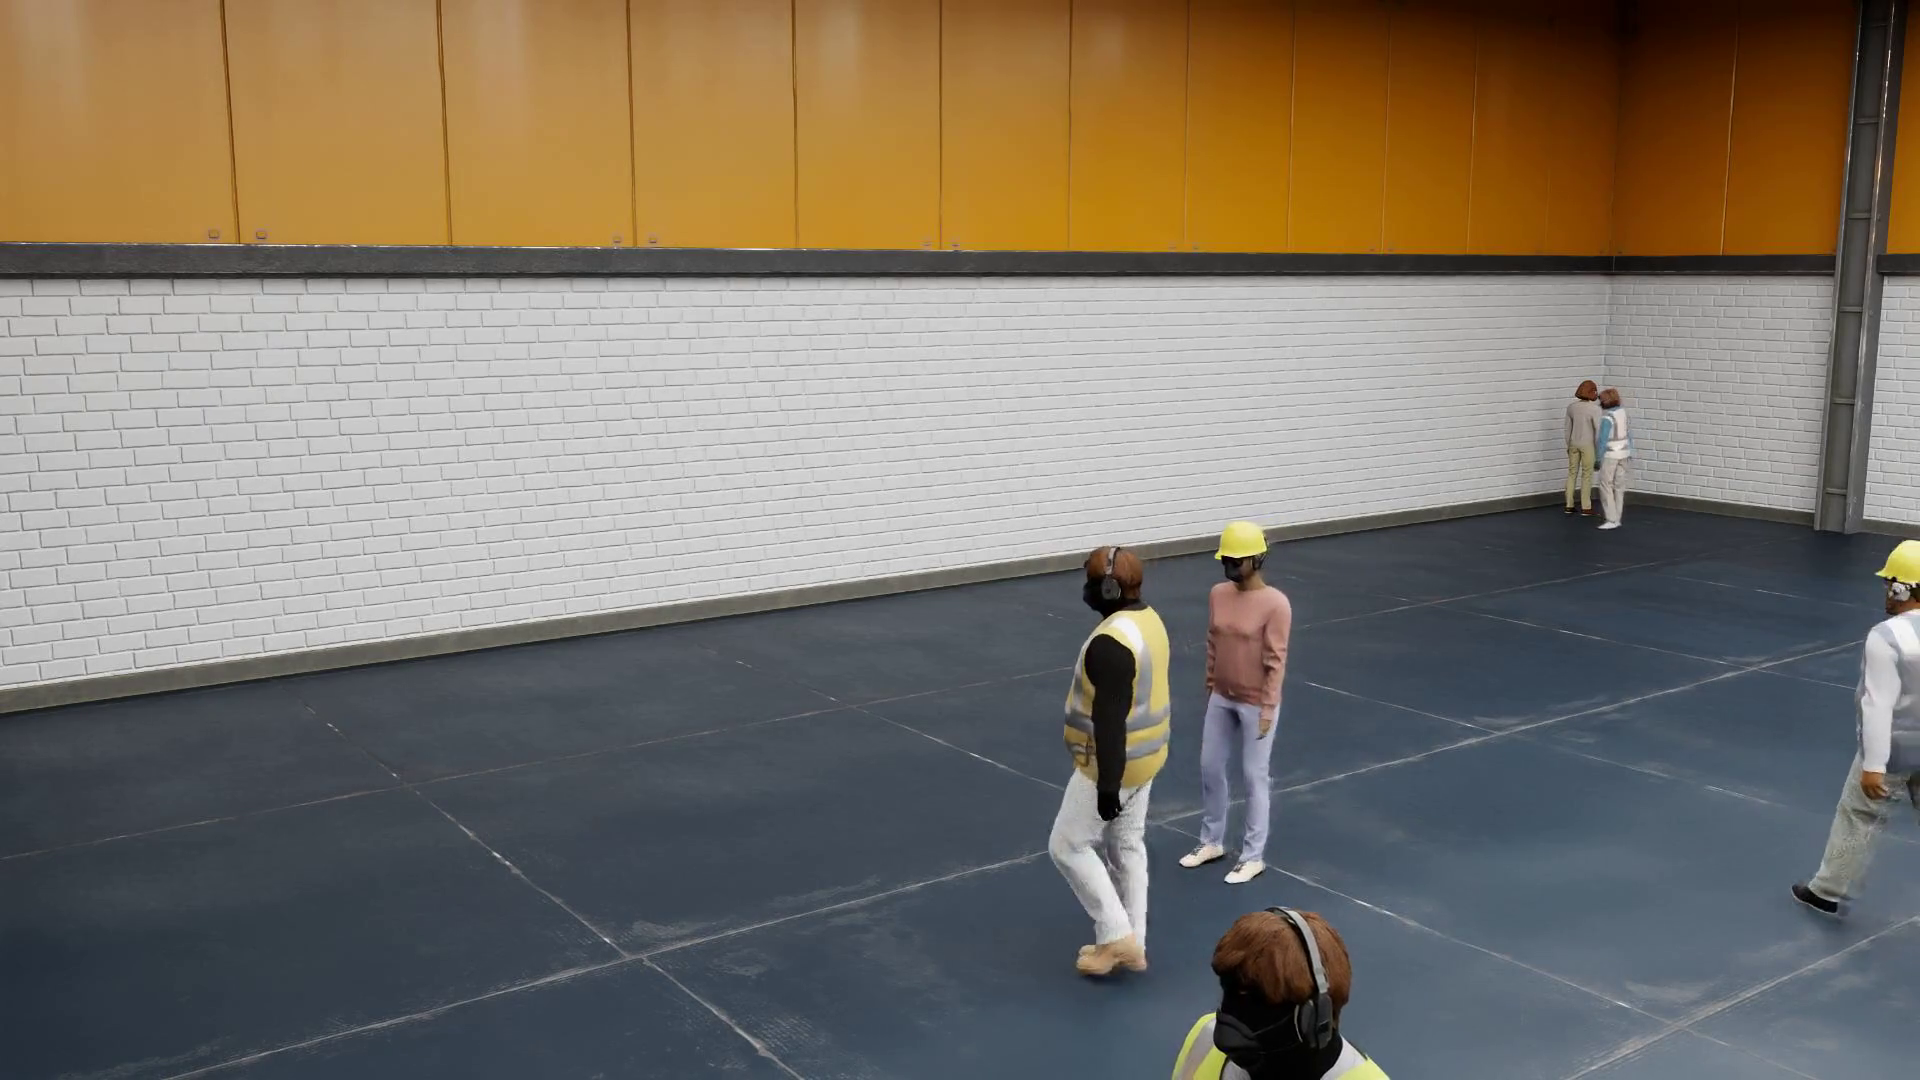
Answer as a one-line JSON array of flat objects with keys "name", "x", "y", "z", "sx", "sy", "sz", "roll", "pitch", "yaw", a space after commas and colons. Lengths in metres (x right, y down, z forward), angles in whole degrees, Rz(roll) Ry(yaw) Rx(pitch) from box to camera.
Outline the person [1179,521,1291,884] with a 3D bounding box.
[{"name": "person", "x": 1.358, "y": 0.782, "z": 8.045, "sx": 0.360, "sy": 1.763, "sz": 0.542, "roll": -7, "pitch": 12, "yaw": -38}]

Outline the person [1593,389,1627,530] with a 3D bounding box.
[{"name": "person", "x": 7.475, "y": -0.928, "z": 19.047, "sx": 0.327, "sy": 1.610, "sz": 0.617, "roll": 9, "pitch": 13, "yaw": 43}]

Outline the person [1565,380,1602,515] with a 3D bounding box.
[{"name": "person", "x": 7.541, "y": -1.114, "z": 20.107, "sx": 0.277, "sy": 1.633, "sz": 0.507, "roll": -6, "pitch": 11, "yaw": -31}]

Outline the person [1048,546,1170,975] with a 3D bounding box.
[{"name": "person", "x": 0.633, "y": 0.928, "z": 6.918, "sx": 0.460, "sy": 1.826, "sz": 0.658, "roll": 4, "pitch": 10, "yaw": 22}]

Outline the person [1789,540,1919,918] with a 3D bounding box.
[{"name": "person", "x": 4.162, "y": 0.894, "z": 7.273, "sx": 0.615, "sy": 1.787, "sz": 0.933, "roll": -3, "pitch": 10, "yaw": -18}]

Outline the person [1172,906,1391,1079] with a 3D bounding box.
[{"name": "person", "x": 0.569, "y": 1.551, "z": 3.033, "sx": 0.430, "sy": 1.845, "sz": 0.624, "roll": -5, "pitch": 11, "yaw": -30}]
